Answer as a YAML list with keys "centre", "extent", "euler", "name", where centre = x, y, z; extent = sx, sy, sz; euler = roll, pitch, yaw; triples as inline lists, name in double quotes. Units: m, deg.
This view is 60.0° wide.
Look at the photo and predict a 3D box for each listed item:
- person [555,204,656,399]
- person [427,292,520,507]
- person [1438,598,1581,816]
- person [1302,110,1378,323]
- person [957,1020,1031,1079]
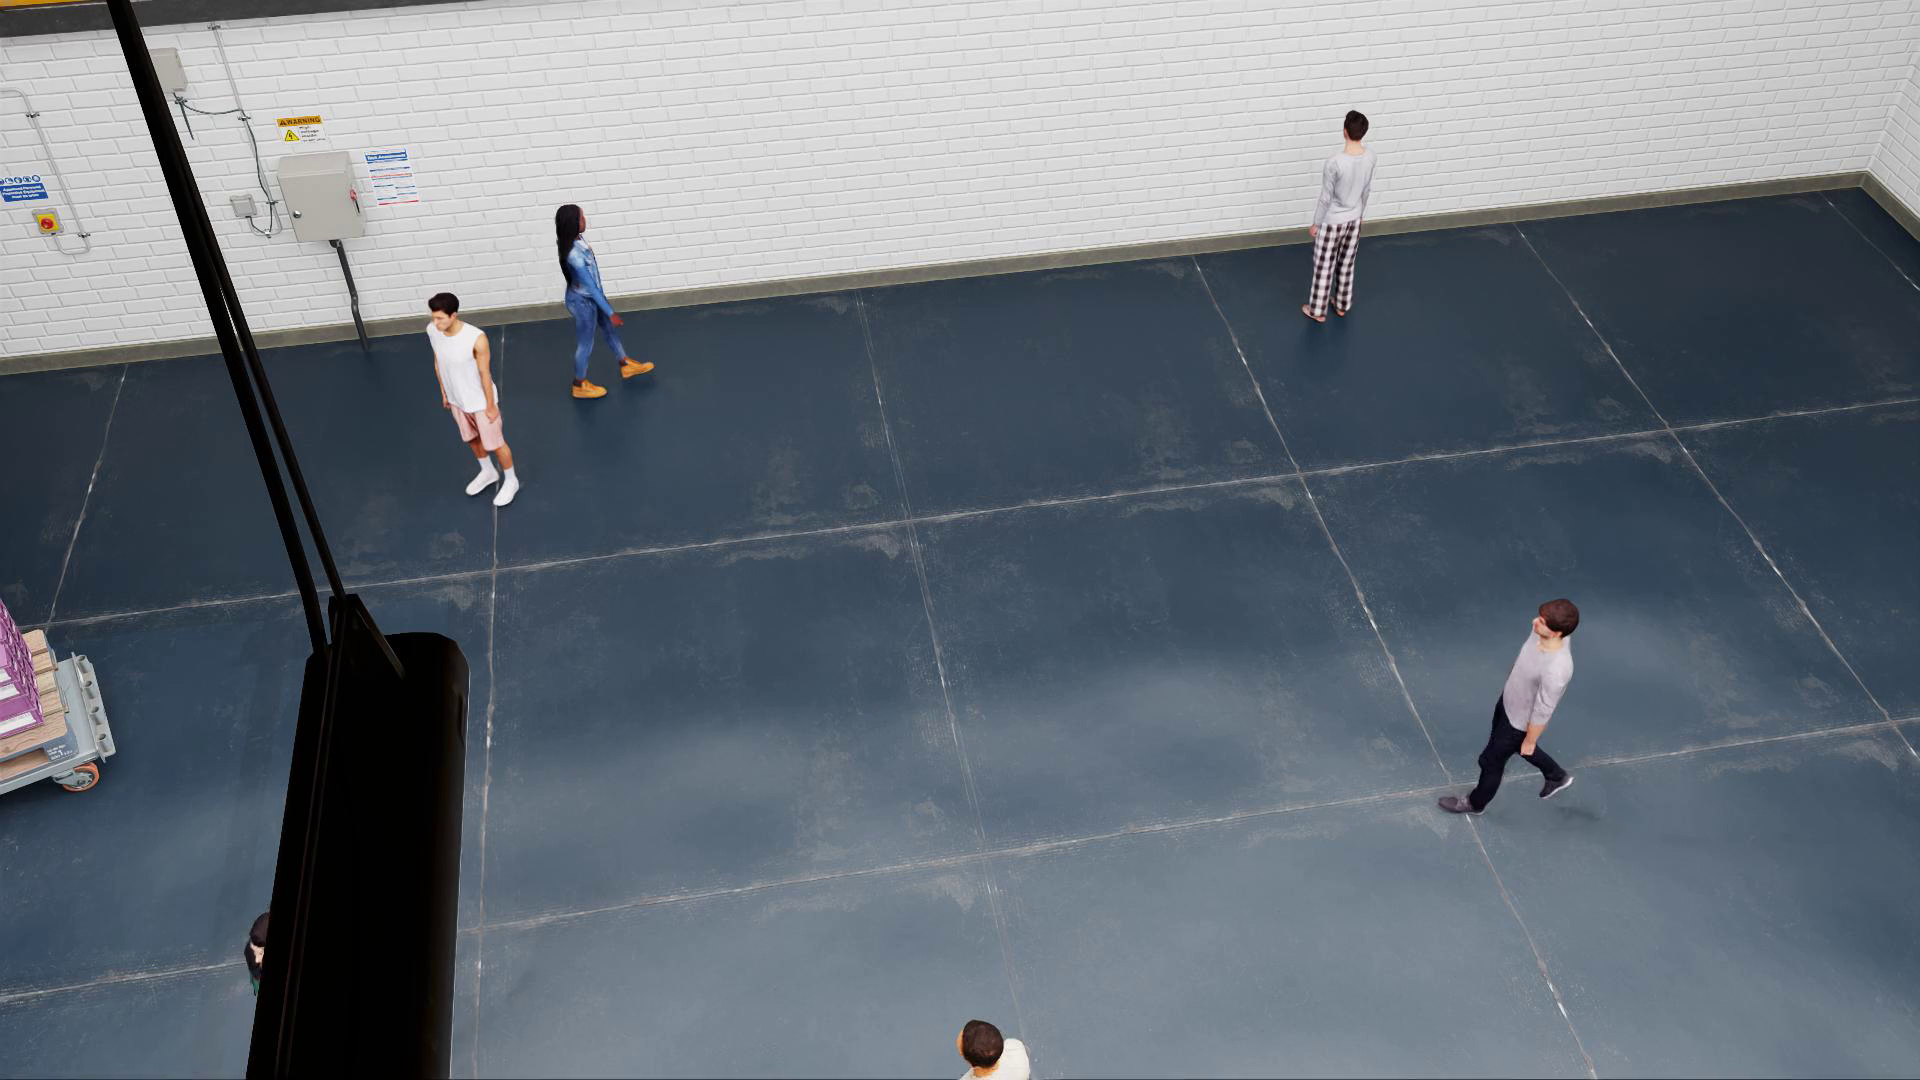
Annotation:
- centre: [-2.926, -1.764, 12.634]
  extent: [0.735, 1.693, 0.866]
  euler: [-11, 45, -11]
  name: "person"
- centre: [-3.451, -1.036, 11.807]
  extent: [0.732, 1.781, 0.766]
  euler: [19, 47, 19]
  name: "person"
- centre: [3.346, 1.000, 9.637]
  extent: [0.957, 1.826, 1.032]
  euler: [7, 44, 8]
  name: "person"
- centre: [3.064, -2.587, 13.387]
  extent: [0.678, 1.847, 0.616]
  euler: [-16, 46, -16]
  name: "person"
- centre: [0.212, 2.832, 7.742]
  extent: [1.003, 1.787, 0.936]
  euler: [32, 52, 29]
  name: "person"
